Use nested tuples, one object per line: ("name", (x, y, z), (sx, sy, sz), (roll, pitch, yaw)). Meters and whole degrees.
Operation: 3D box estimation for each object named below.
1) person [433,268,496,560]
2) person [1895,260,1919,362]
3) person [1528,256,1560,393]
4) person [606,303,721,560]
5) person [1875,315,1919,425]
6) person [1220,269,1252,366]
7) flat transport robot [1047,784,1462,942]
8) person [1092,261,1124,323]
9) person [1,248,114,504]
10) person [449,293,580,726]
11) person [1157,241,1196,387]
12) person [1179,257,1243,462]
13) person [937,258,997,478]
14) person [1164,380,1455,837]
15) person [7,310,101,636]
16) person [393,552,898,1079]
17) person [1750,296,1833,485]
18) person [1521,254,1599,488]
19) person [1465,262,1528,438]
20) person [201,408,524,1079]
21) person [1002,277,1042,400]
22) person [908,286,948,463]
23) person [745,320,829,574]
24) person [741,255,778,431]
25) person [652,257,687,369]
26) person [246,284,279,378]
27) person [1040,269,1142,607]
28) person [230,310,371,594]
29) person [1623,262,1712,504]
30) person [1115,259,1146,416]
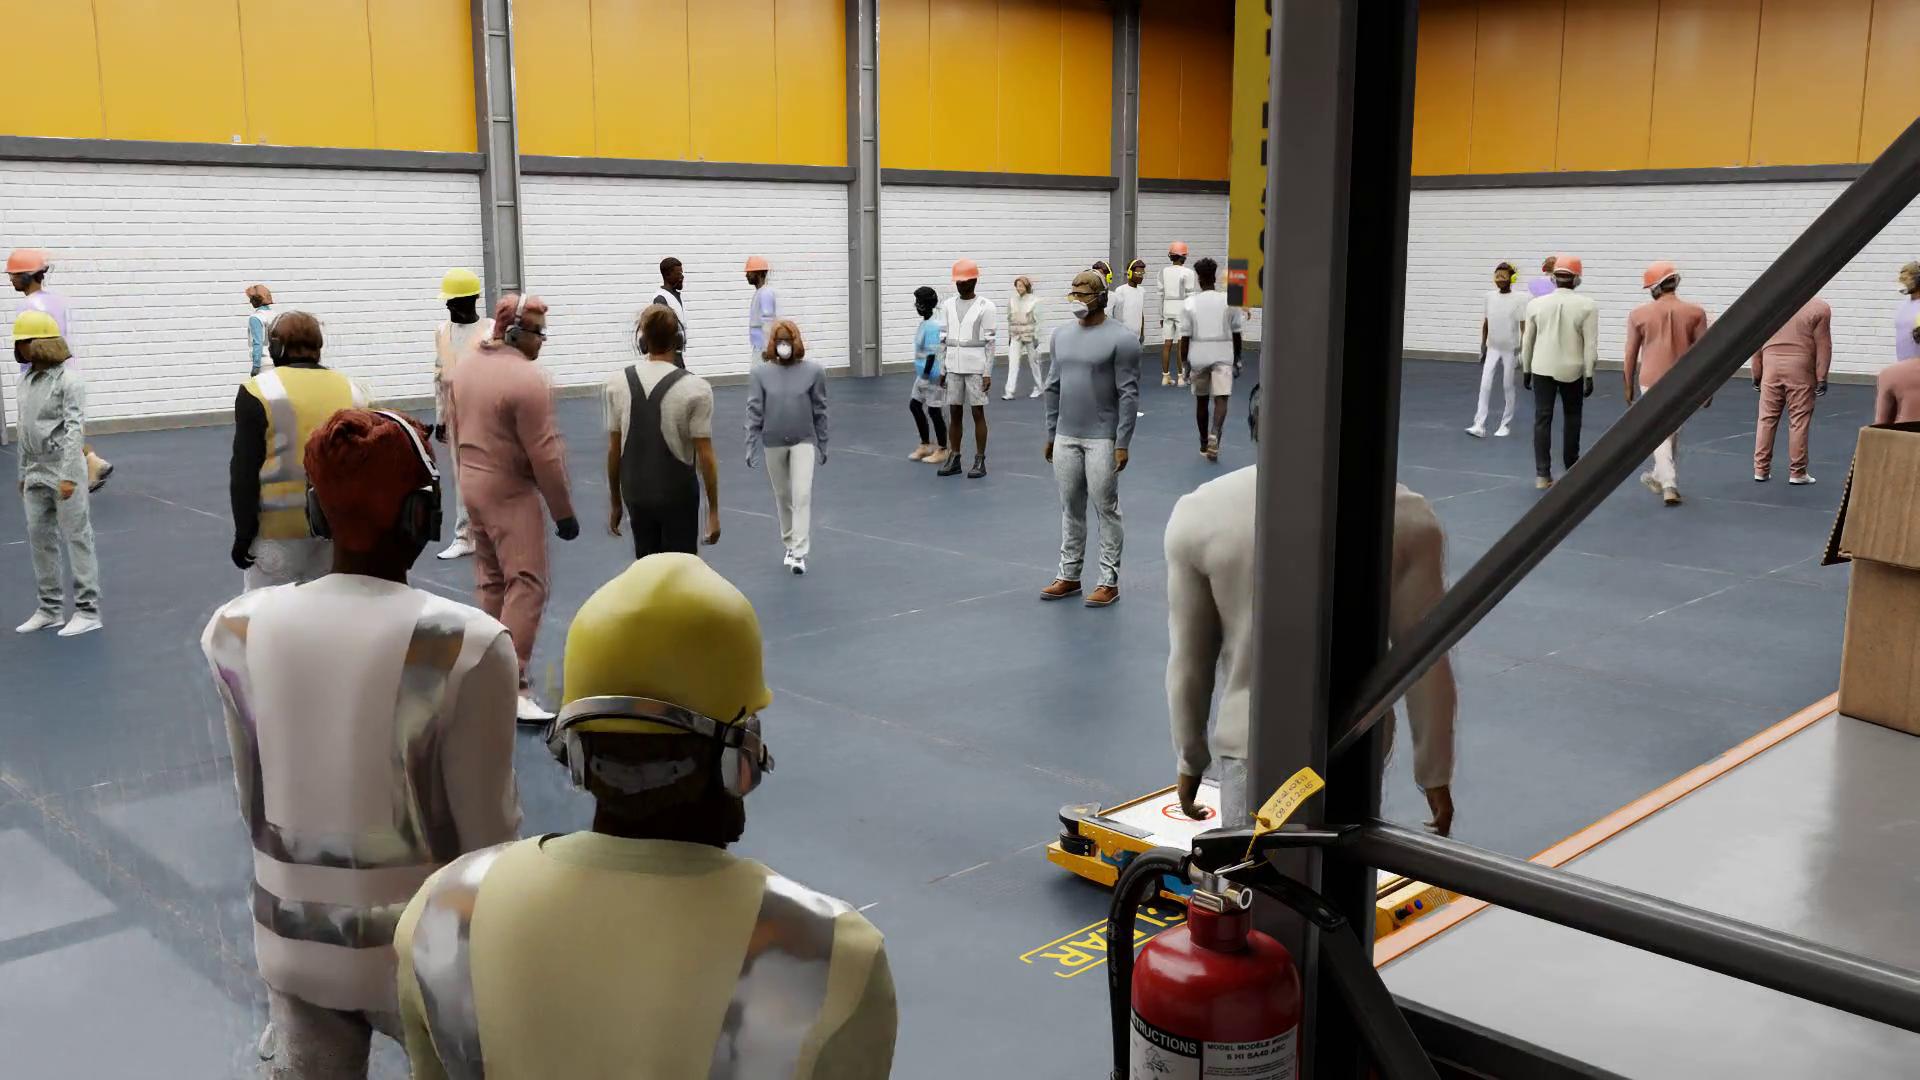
("person", (-3.195, -0.809, 10.883), (0.585, 1.921, 0.383), (4, 11, 22))
("person", (7.949, -1.351, 13.835), (0.393, 1.928, 0.641), (0, 10, 2))
("person", (7.971, -2.915, 22.567), (0.562, 1.847, 0.390), (6, 12, 28))
("person", (-1.353, -0.159, 7.599), (0.555, 1.823, 0.420), (3, 11, 14))
("person", (5.465, -0.462, 9.475), (0.527, 1.754, 0.513), (10, 14, 43))
("person", (4.495, -3.793, 27.161), (0.564, 1.913, 0.585), (-1, 10, -3))
("flat transport robot", (1.022, 1.042, 5.290), (0.652, 0.197, 1.431), (-10, 14, -44))
("person", (1.434, -1.896, 16.960), (0.539, 1.870, 0.323), (9, 14, 40))
("person", (-7.187, -1.279, 13.150), (0.577, 2.031, 0.609), (-1, 10, -7))
("person", (-1.991, -0.148, 7.410), (0.443, 1.878, 0.904), (-9, 14, -40))
("person", (3.064, -3.176, 23.444), (0.607, 2.048, 0.369), (9, 13, 39))
("person", (2.378, -1.715, 15.804), (0.616, 1.933, 0.890), (2, 11, 11))
("person", (0.049, -1.512, 14.679), (0.544, 1.936, 0.359), (5, 12, 27))
("person", (0.796, 0.509, 3.849), (0.649, 1.884, 0.947), (1, 10, 4))
("person", (-4.866, -0.352, 8.890), (0.490, 1.742, 0.329), (5, 11, 23))
("person", (-0.361, 0.923, 1.800), (0.596, 1.801, 0.836), (3, 11, 15))
("person", (7.140, -1.427, 14.293), (0.409, 1.907, 0.651), (-10, 15, -44))
("person", (5.152, -1.450, 14.254), (0.638, 1.958, 0.920), (6, 12, 30))
("person", (5.630, -1.971, 17.432), (0.554, 1.838, 0.859), (9, 13, 39))
("person", (-0.972, 0.683, 2.943), (0.580, 1.839, 0.942), (2, 11, 9))
("person", (0.842, -2.624, 21.667), (0.532, 1.592, 0.857), (6, 12, 29))
("person", (-0.292, -1.517, 15.411), (0.467, 1.670, 0.563), (-2, 11, -11))
("person", (-1.097, -0.577, 10.495), (0.517, 1.588, 0.840), (0, 10, 0))
("person", (-2.133, -2.127, 18.072), (0.466, 1.918, 0.563), (-3, 11, -15))
("person", (-2.834, -1.798, 16.280), (0.386, 1.918, 0.596), (0, 10, 3))
("person", (-7.043, -1.770, 16.896), (0.308, 1.639, 0.510), (0, 10, 1))
("person", (0.743, -0.586, 9.620), (0.631, 1.940, 0.372), (8, 13, 39))
("person", (-2.766, -0.057, 7.063), (0.514, 1.820, 0.650), (7, 12, 33))
("person", (5.706, -1.274, 13.428), (0.644, 1.927, 1.061), (2, 11, 10))
("person", (1.999, -2.349, 19.494), (0.490, 1.849, 0.364), (-9, 14, -41))
